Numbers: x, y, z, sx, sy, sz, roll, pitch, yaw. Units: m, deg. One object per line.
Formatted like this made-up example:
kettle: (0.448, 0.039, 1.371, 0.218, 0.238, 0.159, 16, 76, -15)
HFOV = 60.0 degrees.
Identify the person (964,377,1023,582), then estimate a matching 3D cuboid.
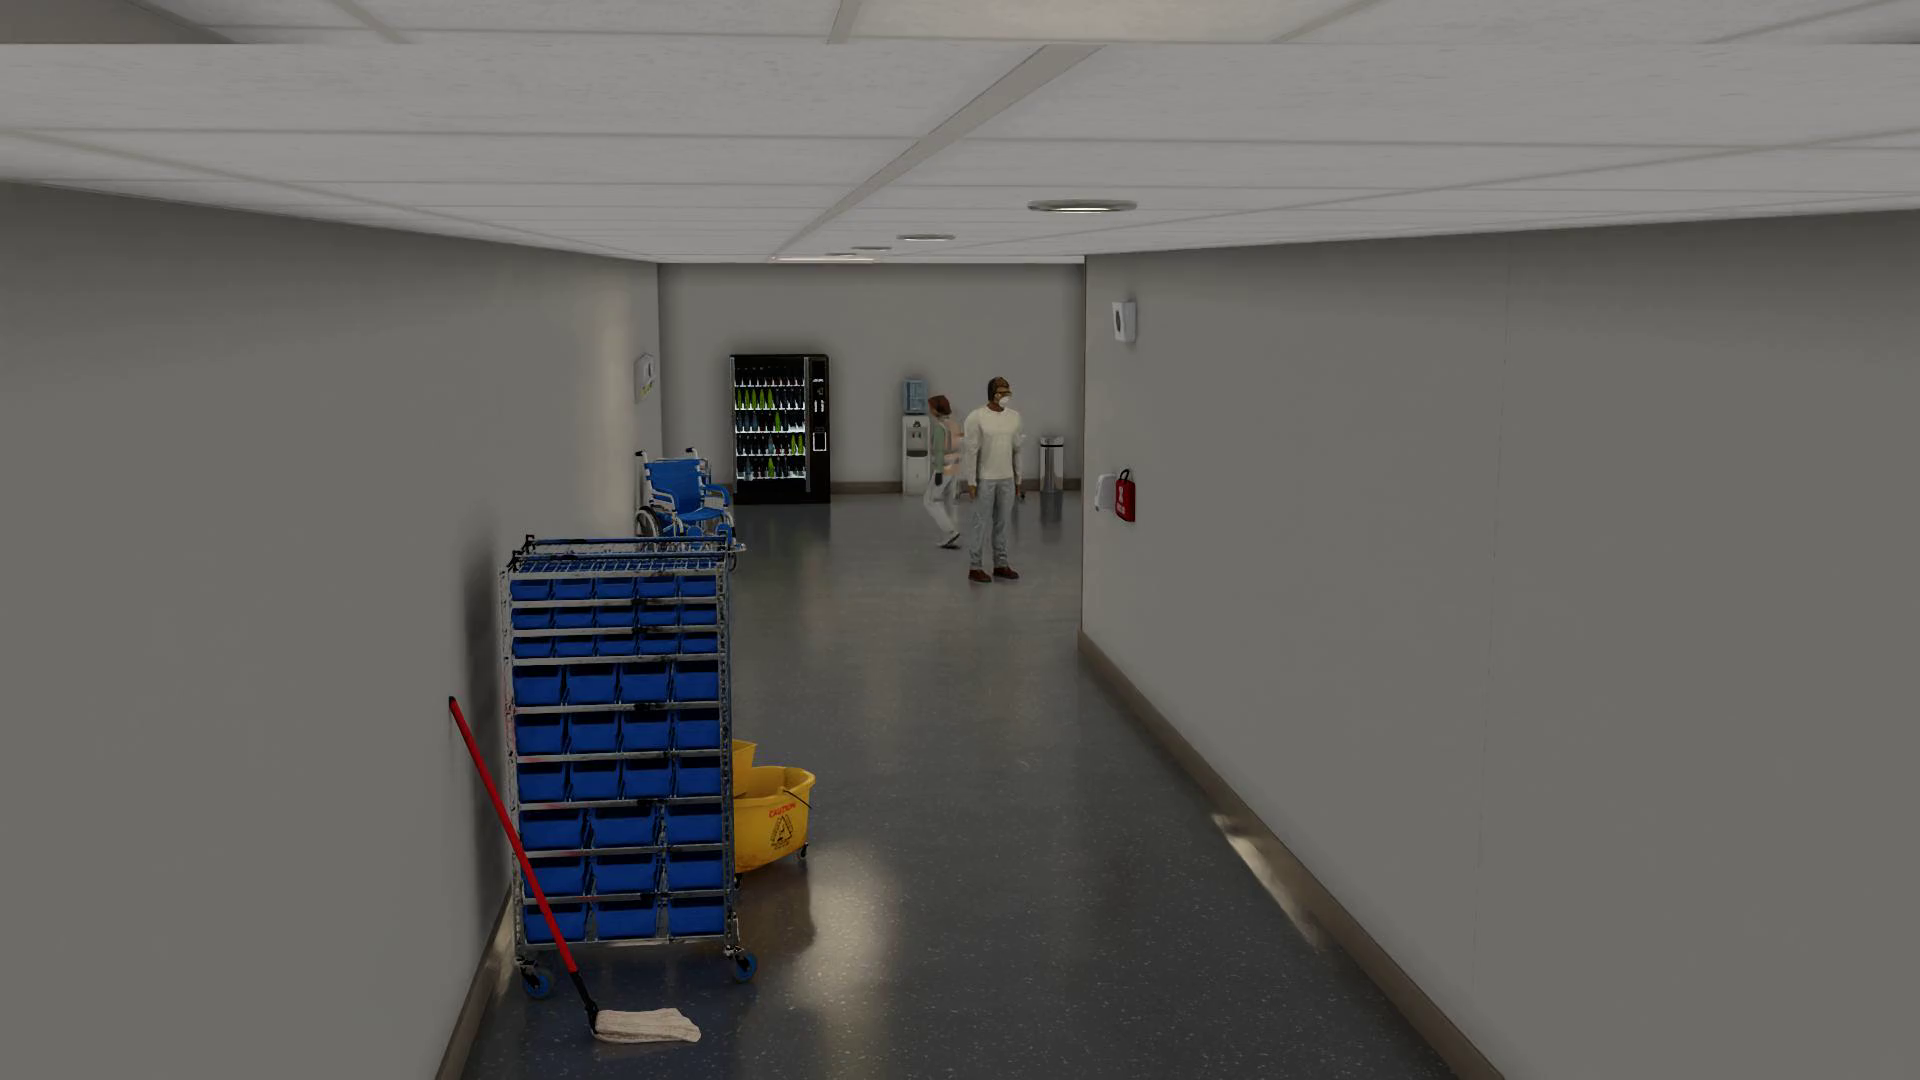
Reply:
person: (0.320, -0.567, 15.618, 0.628, 1.932, 0.371, -6, 11, -34)

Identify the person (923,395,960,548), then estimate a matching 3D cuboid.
person: (-0.179, -0.711, 17.418, 0.376, 1.621, 0.555, 3, 9, 16)
